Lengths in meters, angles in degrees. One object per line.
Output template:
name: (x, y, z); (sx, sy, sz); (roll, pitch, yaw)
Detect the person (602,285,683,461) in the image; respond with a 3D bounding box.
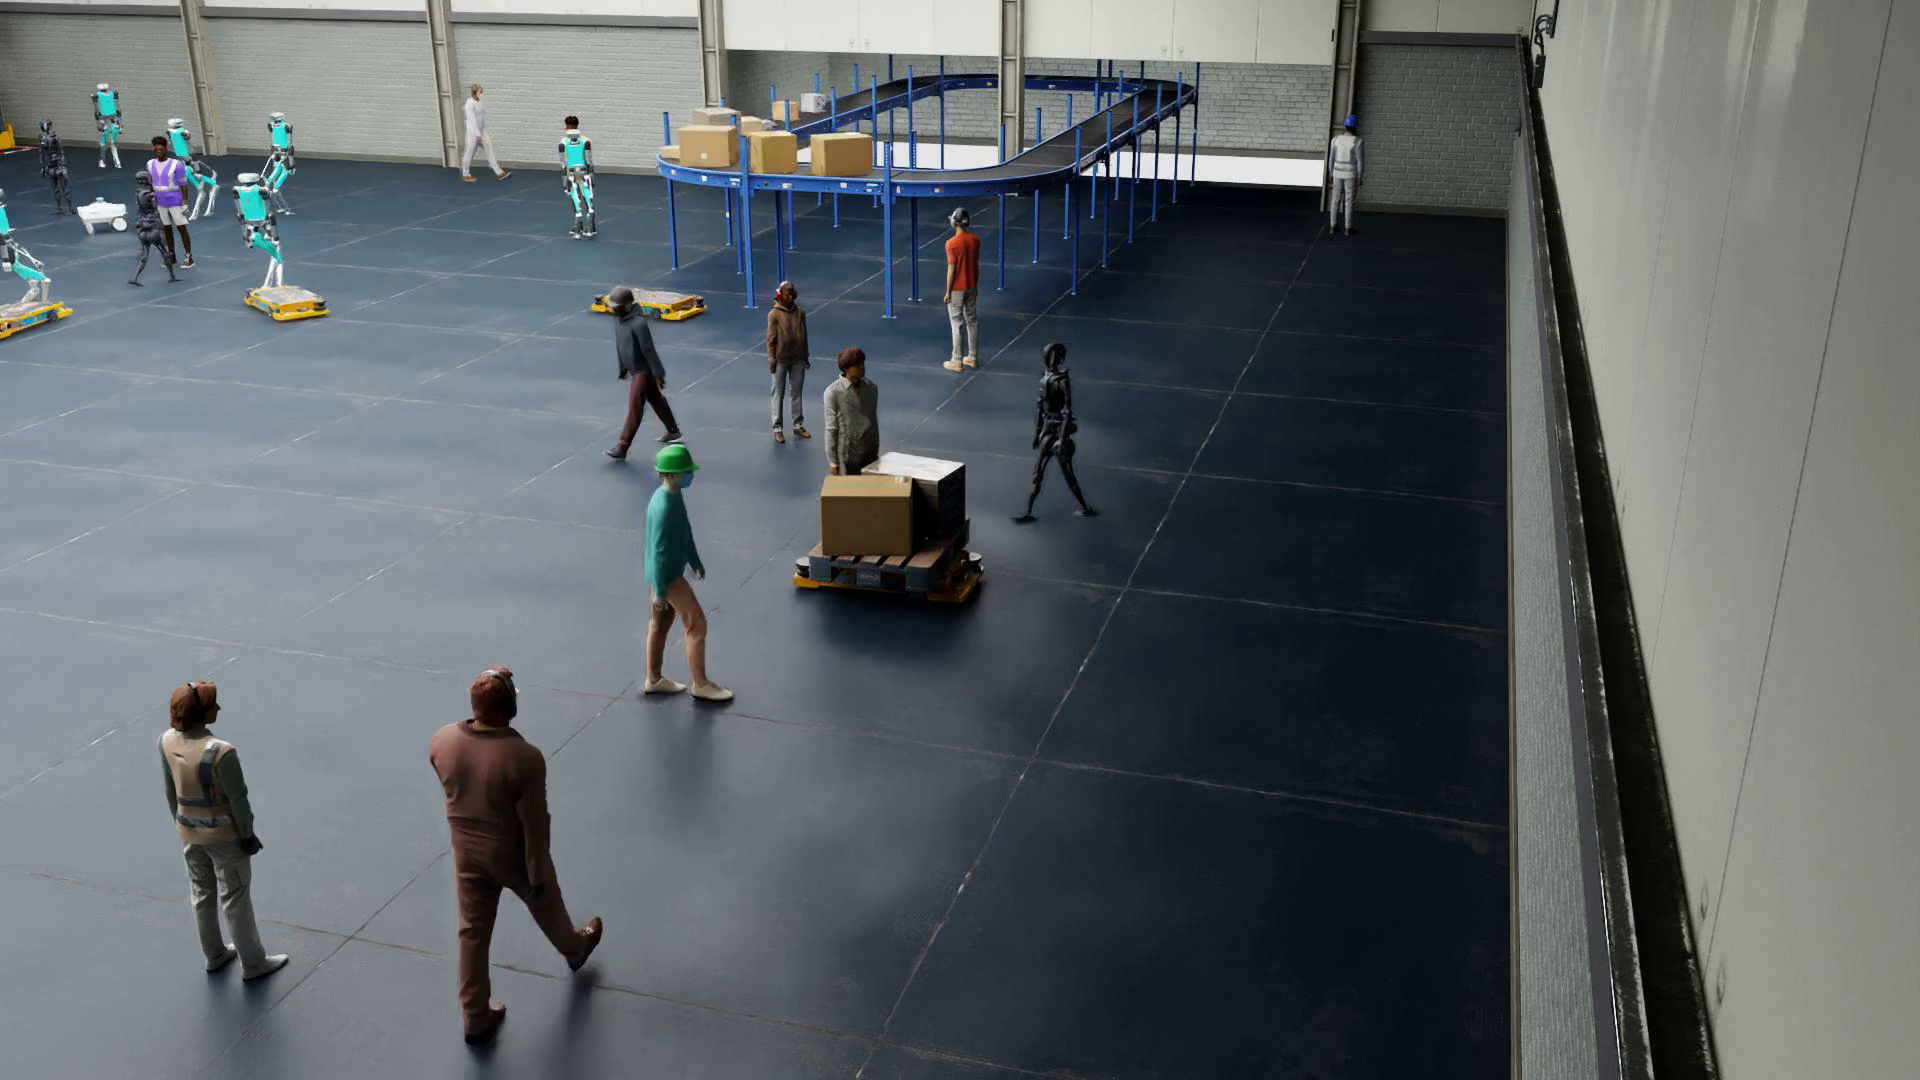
person: (-3.208, -1.691, 16.522); (0.995, 1.740, 0.621); (-14, 25, -33)

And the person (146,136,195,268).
person: (-11.873, -5.068, 24.963); (0.612, 1.965, 0.361); (3, 21, 8)

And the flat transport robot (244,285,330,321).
flat transport robot: (-9.124, -3.214, 22.513); (0.659, 0.231, 1.431); (-17, 27, -37)

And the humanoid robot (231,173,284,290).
humanoid robot: (-9.630, -4.210, 23.132); (0.531, 1.838, 0.761); (3, 21, 8)

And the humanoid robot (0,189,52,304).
humanoid robot: (-12.294, -3.742, 21.866); (0.878, 1.777, 0.568); (-8, 22, -19)

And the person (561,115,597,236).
person: (-6.296, -6.011, 27.433); (0.596, 1.958, 0.380); (9, 23, 22)

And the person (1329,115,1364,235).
person: (6.385, -6.034, 27.495); (0.603, 1.948, 0.400); (17, 27, 37)

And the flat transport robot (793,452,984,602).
flat transport robot: (-0.573, 0.244, 13.545); (1.431, 0.231, 0.659); (6, 22, 14)

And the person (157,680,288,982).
person: (-3.781, 1.481, 8.434); (0.514, 1.636, 0.313); (9, 23, 23)

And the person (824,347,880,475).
person: (-0.884, -0.709, 13.842); (0.509, 1.835, 0.365); (-14, 25, -31)

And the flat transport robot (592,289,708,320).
flat transport robot: (-4.187, -3.179, 22.424); (1.431, 0.231, 0.659); (10, 23, 23)

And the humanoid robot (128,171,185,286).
humanoid robot: (-11.673, -4.461, 23.883); (0.589, 1.641, 0.789); (15, 26, 34)

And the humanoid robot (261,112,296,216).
humanoid robot: (-11.973, -6.556, 29.067); (0.530, 1.744, 0.690); (11, 24, 26)

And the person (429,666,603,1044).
person: (-2.195, 1.462, 8.178); (0.651, 1.858, 0.996); (6, 22, 16)

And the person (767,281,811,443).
person: (-1.763, -1.833, 17.006); (0.454, 1.651, 0.338); (-13, 24, -30)

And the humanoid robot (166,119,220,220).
humanoid robot: (-13.186, -6.423, 28.801); (0.531, 1.762, 0.817); (13, 24, 29)

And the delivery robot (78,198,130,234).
delivery robot: (-14.327, -5.429, 27.868); (0.771, 0.600, 0.513); (-11, 23, -25)

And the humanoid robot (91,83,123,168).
humanoid robot: (-17.632, -8.499, 34.265); (0.887, 1.834, 0.558); (17, 27, 37)

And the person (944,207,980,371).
person: (-0.003, -2.951, 19.551); (0.481, 1.910, 0.410); (-17, 27, -37)

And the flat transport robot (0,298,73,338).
flat transport robot: (-12.322, -2.880, 21.647); (0.659, 0.231, 1.431); (3, 21, 9)

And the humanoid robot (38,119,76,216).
humanoid robot: (-15.865, -6.540, 29.163); (0.599, 1.657, 0.315); (8, 23, 20)

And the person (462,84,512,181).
person: (-9.402, -7.969, 32.608); (1.034, 1.878, 0.648); (5, 22, 12)

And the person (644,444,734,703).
person: (-1.879, 0.228, 11.391); (0.769, 1.845, 0.543); (-2, 21, -5)

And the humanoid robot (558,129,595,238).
humanoid robot: (-6.139, -5.728, 26.919); (0.545, 1.752, 0.679); (-9, 23, -21)

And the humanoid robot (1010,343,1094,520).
humanoid robot: (0.854, -0.940, 14.745); (0.791, 1.637, 0.583); (-11, 23, -25)
